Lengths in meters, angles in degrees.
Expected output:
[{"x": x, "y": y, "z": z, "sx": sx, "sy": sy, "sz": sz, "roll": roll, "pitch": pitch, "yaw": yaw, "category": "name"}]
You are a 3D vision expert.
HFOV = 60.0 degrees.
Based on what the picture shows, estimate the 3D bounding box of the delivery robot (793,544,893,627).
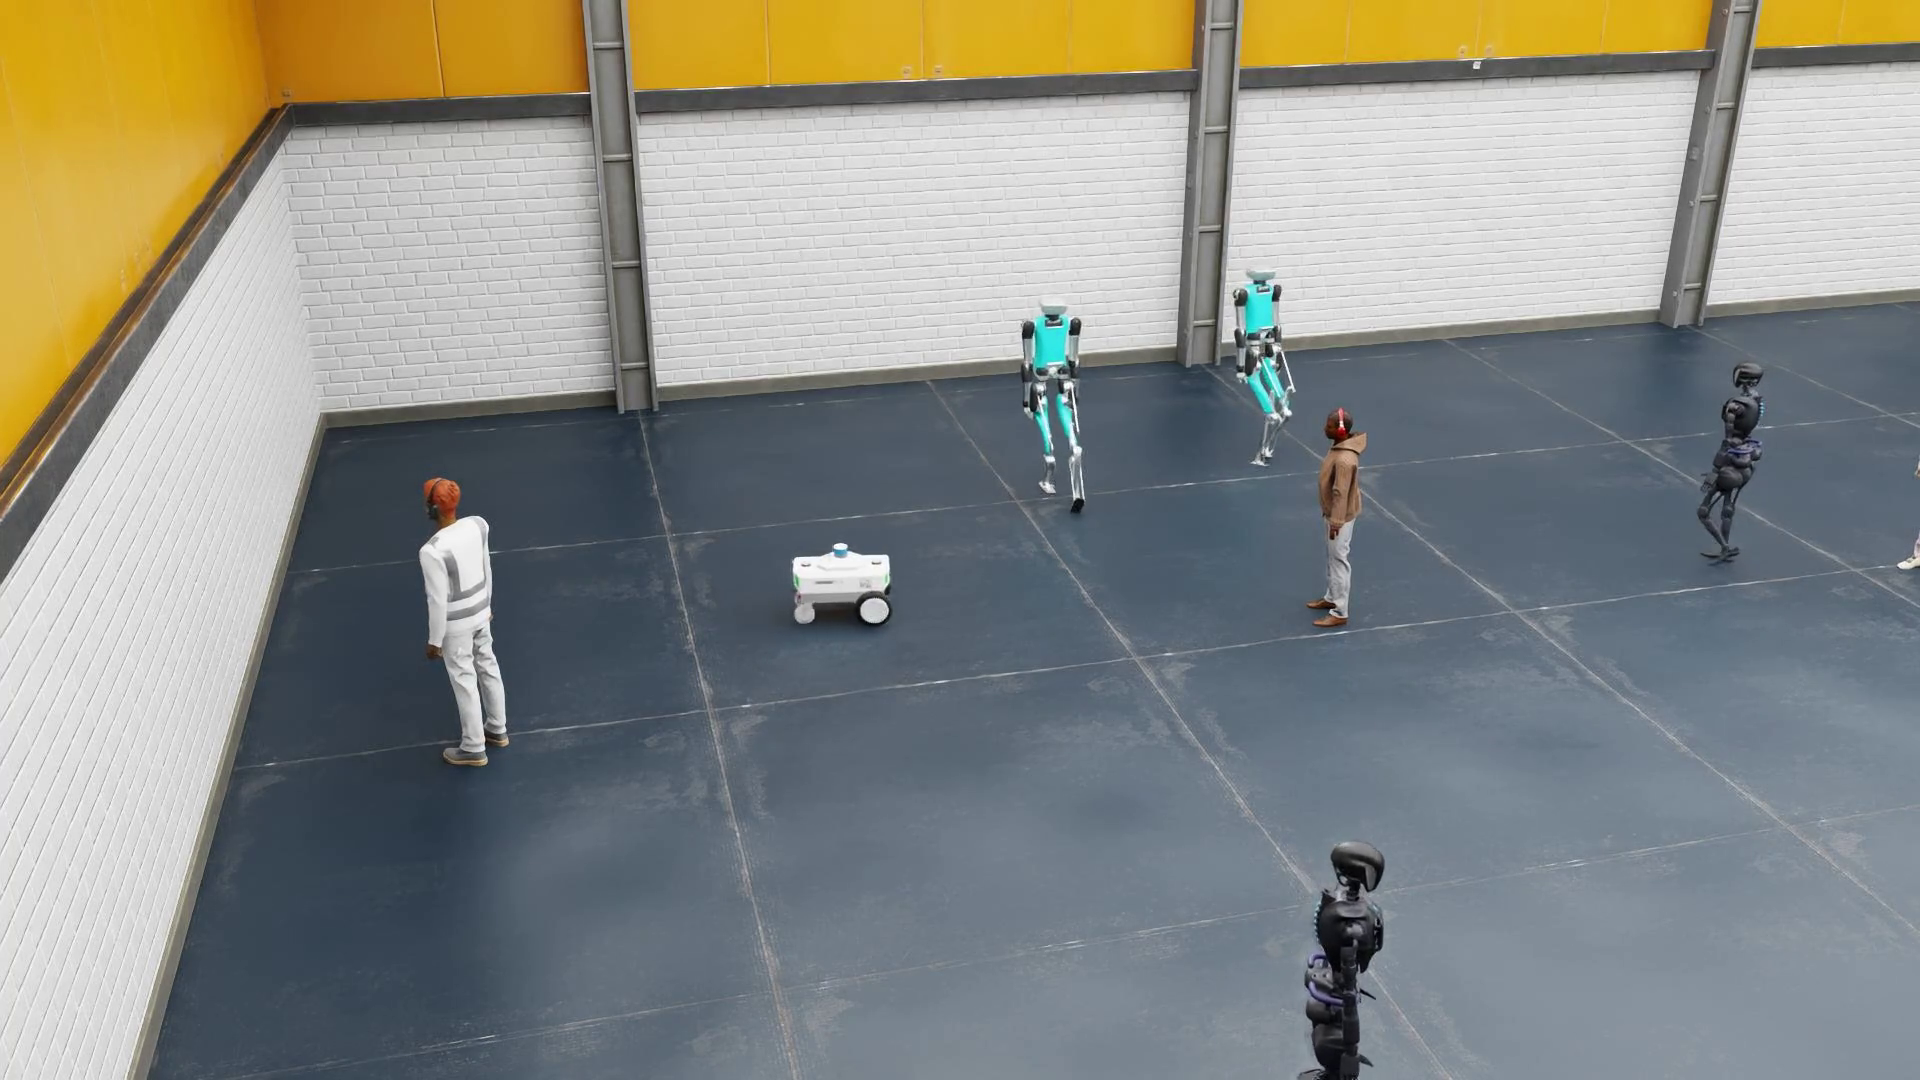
[{"x": -0.850, "y": 0.324, "z": 12.288, "sx": 0.805, "sy": 0.609, "sz": 0.499, "roll": -2, "pitch": 24, "yaw": -4, "category": "delivery robot"}]

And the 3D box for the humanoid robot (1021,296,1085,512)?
[{"x": 0.866, "y": -1.100, "z": 14.069, "sx": 0.542, "sy": 1.787, "sz": 0.941, "roll": -7, "pitch": 25, "yaw": -15, "category": "humanoid robot"}]

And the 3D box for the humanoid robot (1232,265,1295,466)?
[{"x": 2.829, "y": -1.542, "z": 15.065, "sx": 0.549, "sy": 1.799, "sz": 0.791, "roll": -16, "pitch": 29, "yaw": -32, "category": "humanoid robot"}]

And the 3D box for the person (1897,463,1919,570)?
[{"x": 7.591, "y": -0.539, "z": 12.737, "sx": 0.331, "sy": 1.760, "sz": 0.526, "roll": -12, "pitch": 26, "yaw": -25, "category": "person"}]

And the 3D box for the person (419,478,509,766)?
[{"x": -3.068, "y": 0.501, "z": 10.221, "sx": 0.354, "sy": 1.883, "sz": 0.572, "roll": 9, "pitch": 25, "yaw": 20, "category": "person"}]

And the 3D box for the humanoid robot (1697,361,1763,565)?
[{"x": 6.051, "y": -0.593, "z": 12.954, "sx": 0.378, "sy": 1.644, "sz": 0.595, "roll": 22, "pitch": 32, "yaw": 40, "category": "humanoid robot"}]

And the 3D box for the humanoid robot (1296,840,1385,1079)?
[{"x": 1.545, "y": 1.992, "z": 7.098, "sx": 0.530, "sy": 1.637, "sz": 0.600, "roll": 4, "pitch": 24, "yaw": 8, "category": "humanoid robot"}]

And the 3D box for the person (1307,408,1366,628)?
[{"x": 2.734, "y": -0.169, "z": 12.038, "sx": 0.315, "sy": 1.645, "sz": 0.459, "roll": 2, "pitch": 24, "yaw": 4, "category": "person"}]
